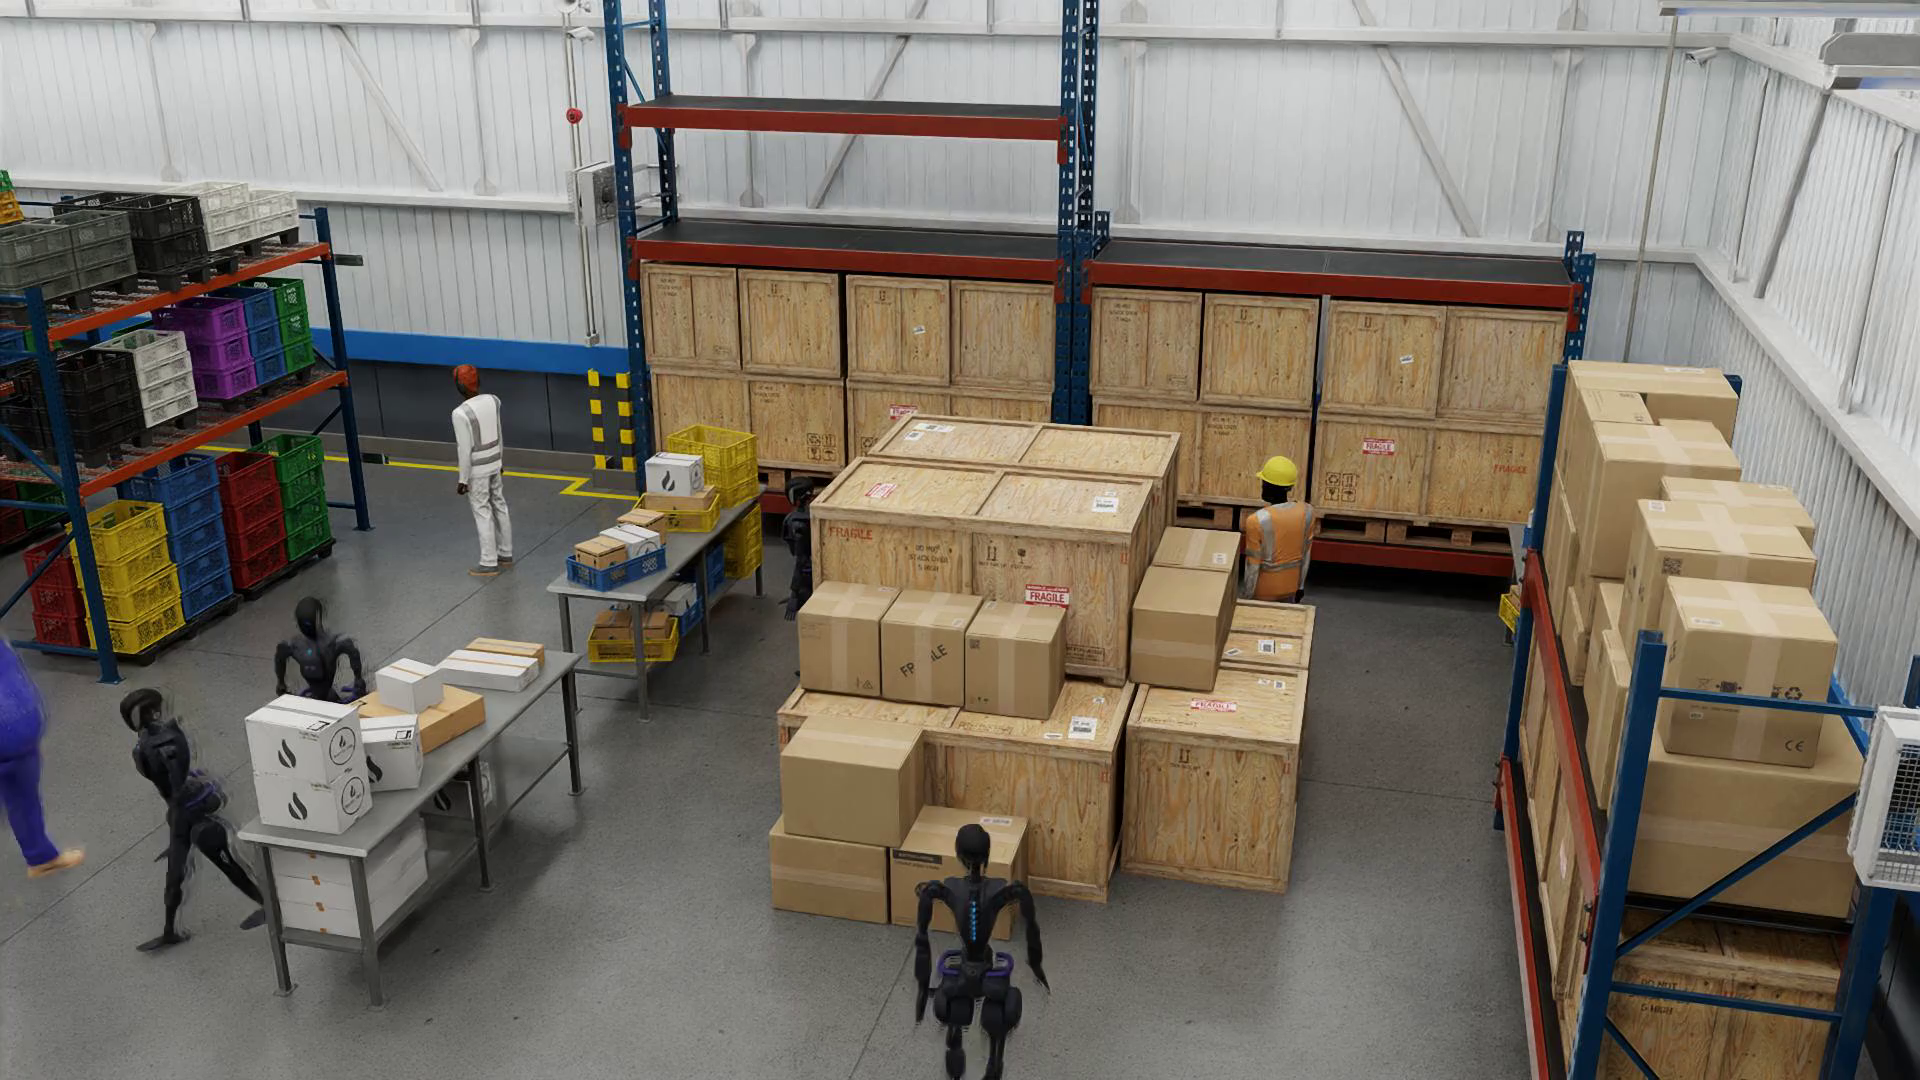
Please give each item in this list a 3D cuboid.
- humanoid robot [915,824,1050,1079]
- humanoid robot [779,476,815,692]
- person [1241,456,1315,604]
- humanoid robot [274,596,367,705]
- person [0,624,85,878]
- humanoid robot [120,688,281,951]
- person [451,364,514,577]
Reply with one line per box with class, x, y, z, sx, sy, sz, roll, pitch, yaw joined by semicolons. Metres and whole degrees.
humanoid robot;0.106;2.039;7.734;0.610;1.643;0.509;3;21;8
humanoid robot;-1.157;0.316;12.227;0.326;1.656;0.587;0;21;0
person;2.232;0.327;11.864;0.592;1.929;0.350;-12;24;-29
humanoid robot;-3.855;1.103;10.184;0.625;1.639;0.452;0;21;-1
person;-5.592;1.149;9.561;0.550;2.000;0.810;4;21;11
humanoid robot;-4.231;1.509;9.201;0.576;1.615;0.768;17;26;37
person;-4.140;-0.603;14.360;0.358;1.885;0.572;8;22;20
